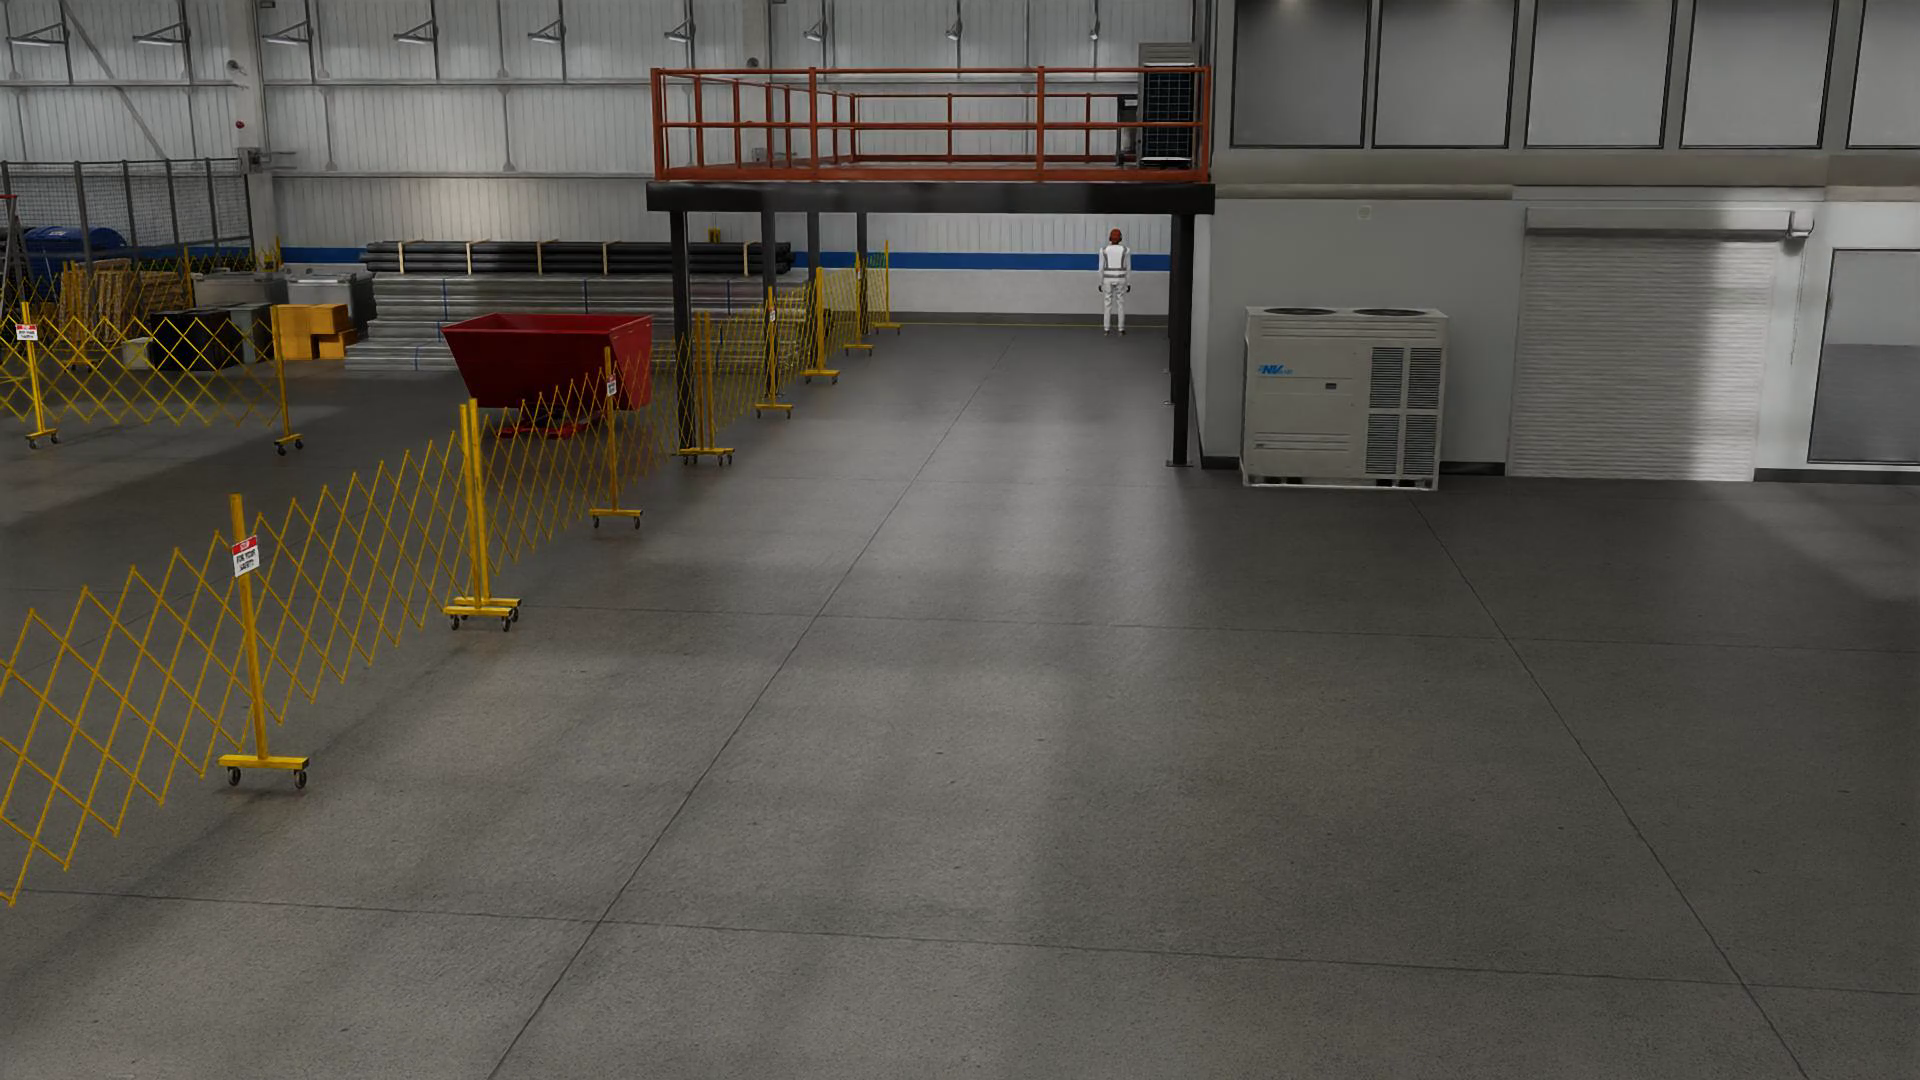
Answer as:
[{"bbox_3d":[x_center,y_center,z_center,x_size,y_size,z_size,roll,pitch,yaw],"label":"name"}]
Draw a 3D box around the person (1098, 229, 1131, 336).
[{"bbox_3d":[2.751,-4.575,29.568,0.584,1.882,0.344,2,14,7],"label":"person"}]
